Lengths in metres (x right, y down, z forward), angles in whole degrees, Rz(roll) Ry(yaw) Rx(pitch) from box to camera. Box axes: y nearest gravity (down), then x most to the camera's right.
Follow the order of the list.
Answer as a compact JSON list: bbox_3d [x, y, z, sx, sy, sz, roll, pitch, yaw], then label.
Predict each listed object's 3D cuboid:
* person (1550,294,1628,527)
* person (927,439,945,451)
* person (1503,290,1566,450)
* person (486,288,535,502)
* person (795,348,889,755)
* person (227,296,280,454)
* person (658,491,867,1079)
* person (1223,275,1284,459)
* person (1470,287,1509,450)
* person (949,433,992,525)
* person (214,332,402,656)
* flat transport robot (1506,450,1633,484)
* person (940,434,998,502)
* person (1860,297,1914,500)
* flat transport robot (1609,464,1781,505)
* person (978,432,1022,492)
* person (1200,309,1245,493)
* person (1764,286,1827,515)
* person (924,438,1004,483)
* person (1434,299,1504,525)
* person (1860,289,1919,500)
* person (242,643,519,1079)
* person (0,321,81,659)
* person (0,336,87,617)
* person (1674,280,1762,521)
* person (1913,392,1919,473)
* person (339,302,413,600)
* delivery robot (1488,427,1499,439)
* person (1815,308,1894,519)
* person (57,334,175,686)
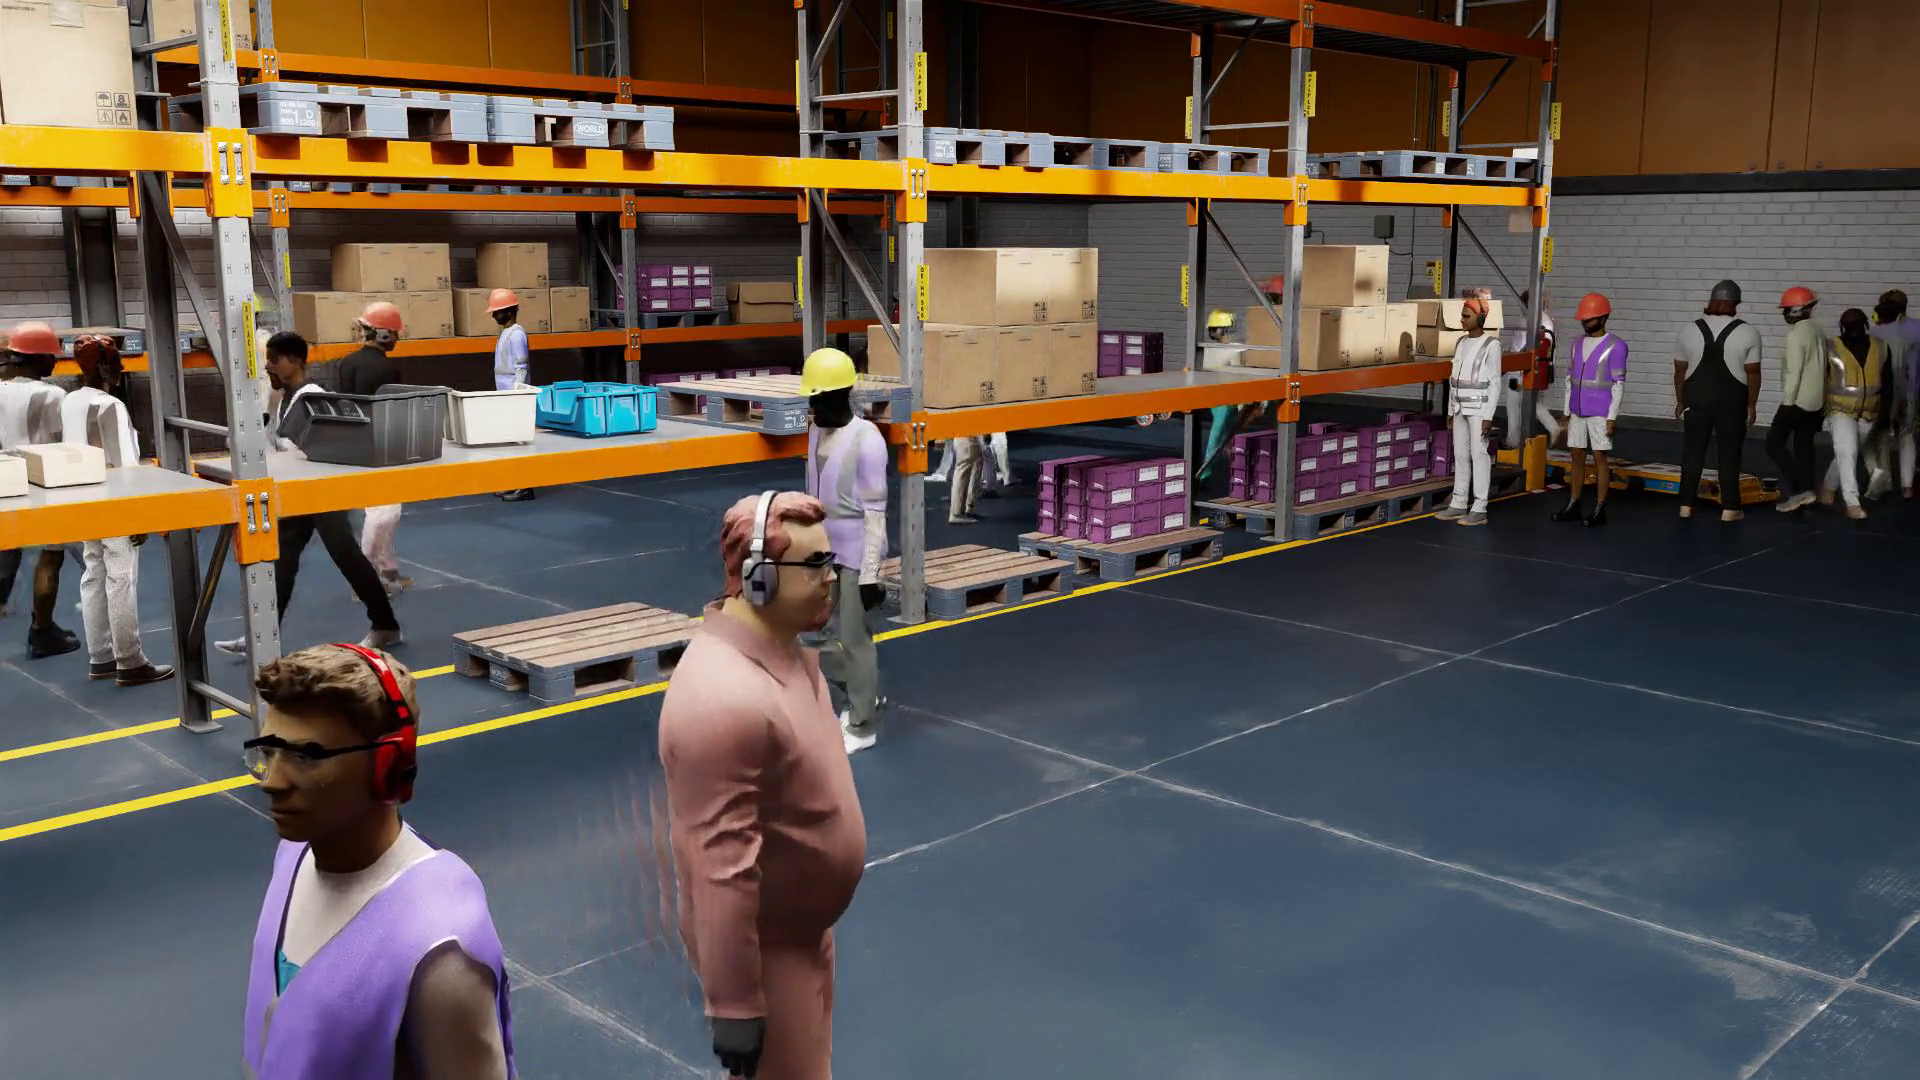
[{"bbox_3d":[5.225,-1.073,13.806,0.374,1.928,0.543,-6,12,-30],"label":"person"},{"bbox_3d":[-0.259,-1.967,18.650,0.372,1.940,0.632,-7,12,-33],"label":"person"},{"bbox_3d":[6.281,-1.830,18.222,0.631,1.819,0.704,-7,13,-35],"label":"person"},{"bbox_3d":[-4.081,-1.313,15.103,0.365,1.932,0.543,-5,12,-27],"label":"person"},{"bbox_3d":[-0.548,0.072,7.618,0.440,1.901,0.601,-7,13,-34],"label":"person"},{"bbox_3d":[-6.216,-1.218,14.624,0.626,1.912,0.428,9,14,42],"label":"person"},{"bbox_3d":[-0.439,0.832,3.502,0.541,1.892,0.665,1,10,5],"label":"person"},{"bbox_3d":[3.216,-1.767,17.401,1.013,2.007,0.619,9,13,39],"label":"person"},{"bbox_3d":[5.650,-1.863,18.375,1.042,1.847,0.651,6,12,30],"label":"person"},{"bbox_3d":[0.117,-0.938,13.901,0.565,1.614,0.553,-5,12,-25],"label":"person"},{"bbox_3d":[-3.718,-0.239,9.491,1.025,1.873,0.624,-8,13,-38],"label":"person"},{"bbox_3d":[5.920,-0.749,16.556,0.652,0.197,1.431,-6,12,-28],"label":"flat transport robot"},{"bbox_3d":[0.046,-1.203,15.024,0.716,1.738,0.537,-2,11,-13],"label":"person"},{"bbox_3d":[8.308,-1.249,14.984,0.515,1.854,0.577,2,11,11],"label":"person"},{"bbox_3d":[6.729,-0.533,15.380,0.652,0.197,1.431,-7,13,-34],"label":"flat transport robot"},{"bbox_3d":[0.333,-1.249,15.687,0.847,1.592,0.494,-10,14,-42],"label":"person"},{"bbox_3d":[2.477,-1.318,15.715,0.922,1.719,0.547,-6,12,-28],"label":"person"},{"bbox_3d":[7.223,-1.198,14.346,0.641,1.972,0.444,-8,13,-36],"label":"person"},{"bbox_3d":[0.078,-1.328,16.126,0.784,1.598,0.543,-3,11,-14],"label":"person"},{"bbox_3d":[4.265,-1.067,13.893,0.352,1.883,0.580,-4,11,-20],"label":"person"},{"bbox_3d":[8.524,-1.308,15.131,0.709,1.931,0.403,-1,10,-7],"label":"person"},{"bbox_3d":[-0.842,1.045,2.464,0.380,1.849,0.570,-9,14,-42],"label":"person"},{"bbox_3d":[-5.205,-0.288,9.530,0.553,1.917,0.517,4,11,22],"label":"person"},{"bbox_3d":[-5.823,-0.393,10.488,0.928,1.793,0.508,-9,14,-40],"label":"person"},{"bbox_3d":[6.452,-1.195,14.161,0.688,2.000,0.536,8,13,36],"label":"person"},{"bbox_3d":[9.833,-1.503,16.944,0.312,1.636,0.518,5,11,25],"label":"person"},{"bbox_3d":[-3.815,-0.594,11.086,0.646,1.963,0.672,9,13,39],"label":"person"},{"bbox_3d":[5.267,-1.097,17.423,0.477,0.478,0.707,-8,13,-38],"label":"delivery robot"},{"bbox_3d":[7.714,-1.127,14.472,0.619,1.802,0.935,0,10,3],"label":"person"},{"bbox_3d":[-4.560,-0.155,8.925,0.574,1.883,0.356,7,12,33],"label":"person"}]
